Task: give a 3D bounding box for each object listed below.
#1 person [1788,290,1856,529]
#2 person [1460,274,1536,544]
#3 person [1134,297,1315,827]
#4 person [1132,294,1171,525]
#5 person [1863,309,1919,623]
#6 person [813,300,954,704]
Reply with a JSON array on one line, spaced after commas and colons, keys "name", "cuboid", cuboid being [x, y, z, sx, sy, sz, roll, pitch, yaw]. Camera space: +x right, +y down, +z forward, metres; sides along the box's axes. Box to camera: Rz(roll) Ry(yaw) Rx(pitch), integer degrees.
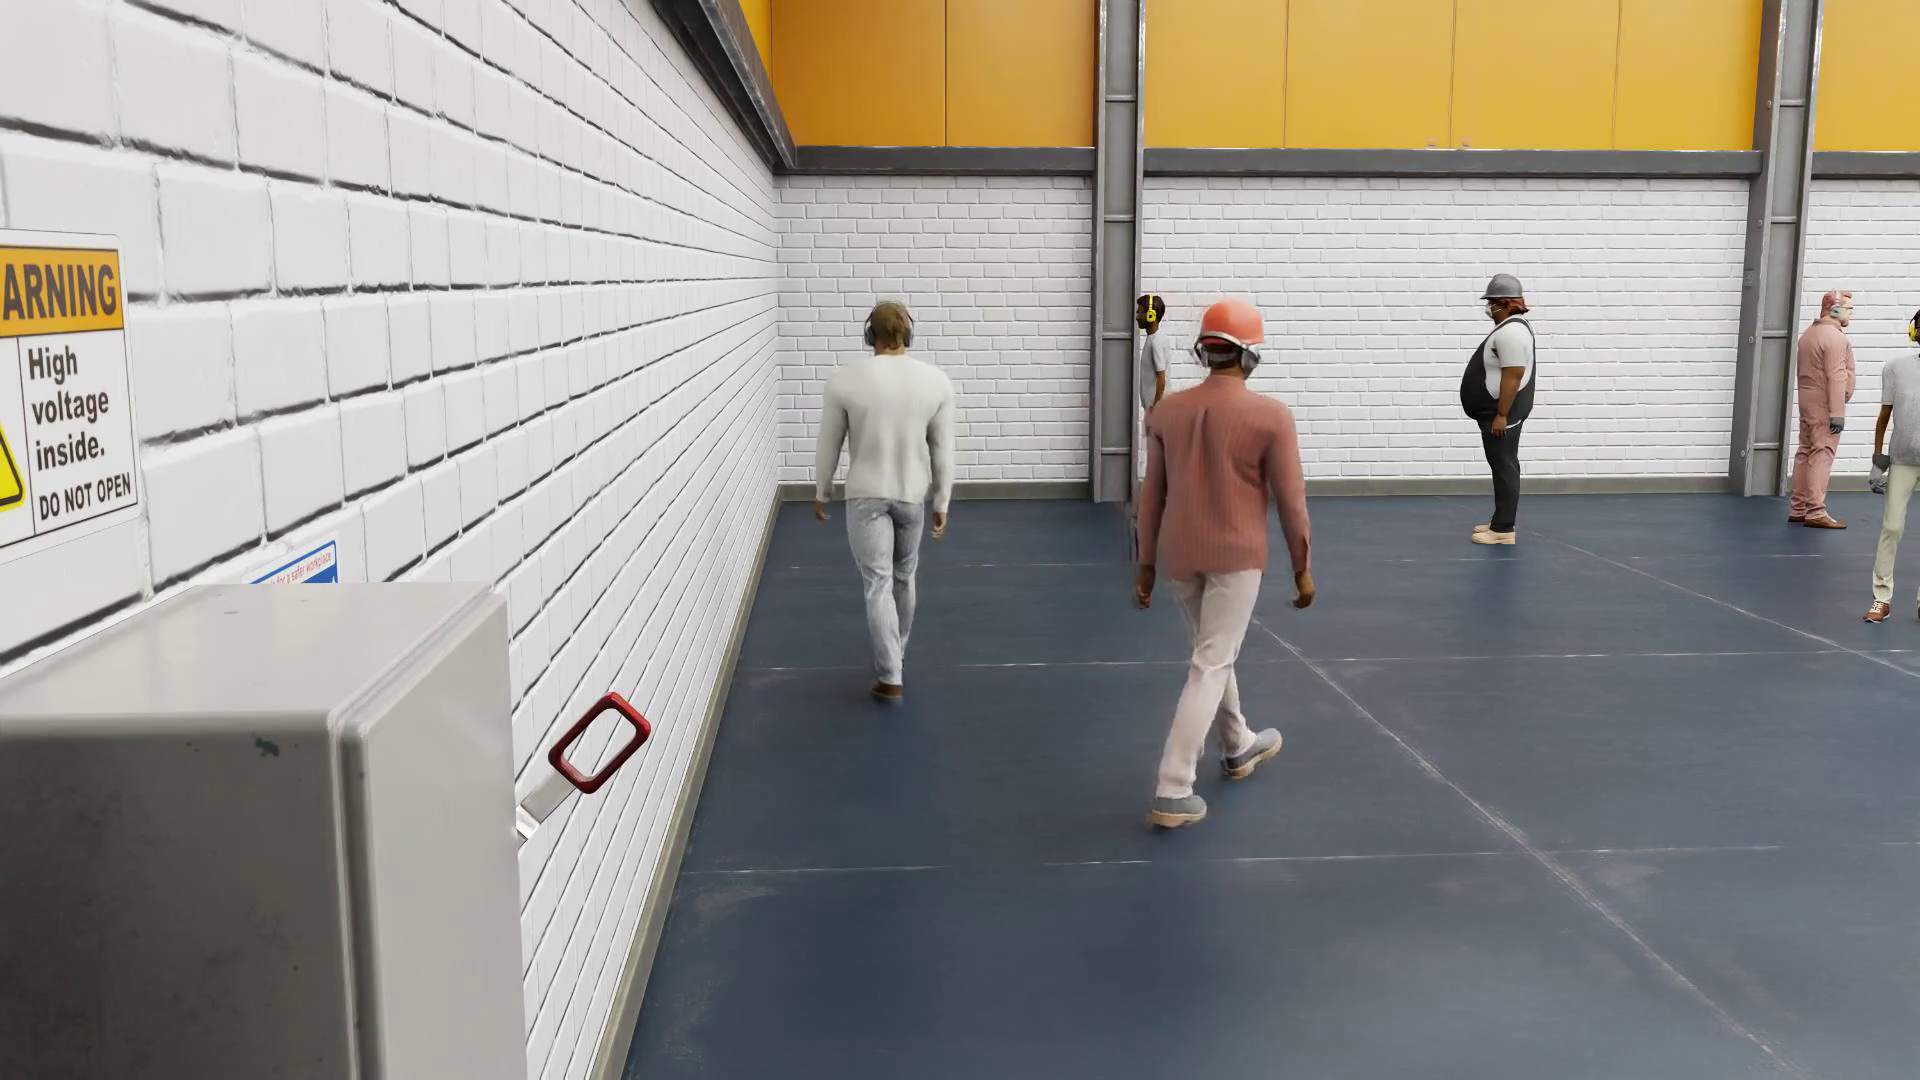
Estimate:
[{"name": "person", "cuboid": [6.967, -1.049, 13.375, 0.401, 1.904, 0.650, 1, 9, 6]}, {"name": "person", "cuboid": [4.062, -0.994, 12.602, 0.536, 2.000, 0.688, 3, 10, 21]}, {"name": "person", "cuboid": [1.008, 0.061, 6.301, 0.645, 1.935, 1.048, 8, 12, 42]}, {"name": "person", "cuboid": [1.560, -1.043, 13.464, 0.311, 1.864, 0.530, 1, 9, 5]}, {"name": "person", "cuboid": [5.537, -0.431, 9.600, 0.510, 1.872, 0.328, 5, 10, 30]}, {"name": "person", "cuboid": [-0.388, -0.205, 8.107, 0.643, 1.898, 0.906, -3, 10, -18]}]
